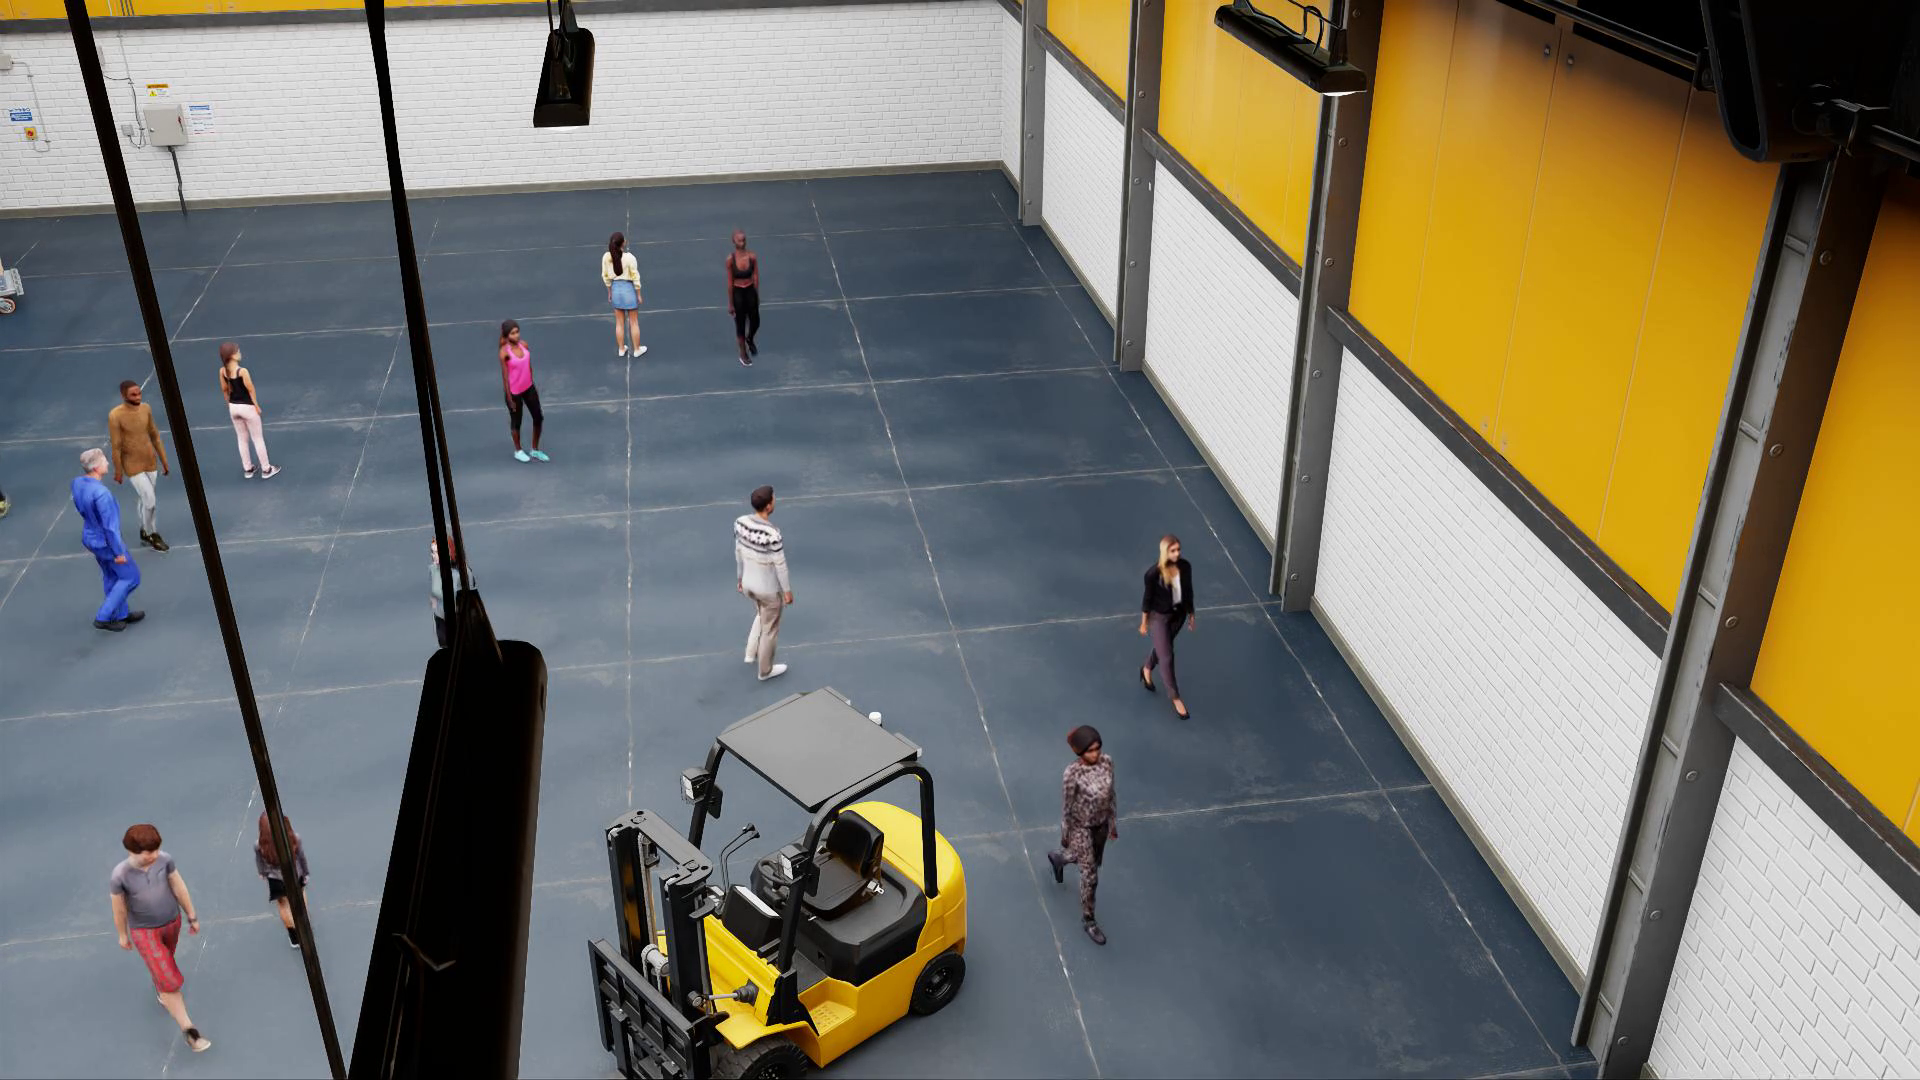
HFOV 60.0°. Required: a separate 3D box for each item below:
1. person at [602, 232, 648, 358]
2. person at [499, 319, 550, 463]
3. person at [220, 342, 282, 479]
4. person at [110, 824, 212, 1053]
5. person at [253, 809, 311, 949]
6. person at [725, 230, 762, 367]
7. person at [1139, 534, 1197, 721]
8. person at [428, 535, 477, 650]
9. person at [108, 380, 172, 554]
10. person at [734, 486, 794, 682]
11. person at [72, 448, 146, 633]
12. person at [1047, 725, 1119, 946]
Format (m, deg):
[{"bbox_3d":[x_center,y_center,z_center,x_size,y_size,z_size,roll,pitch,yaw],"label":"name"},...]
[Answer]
[{"bbox_3d":[-4.291,-3.135,21.219,0.710,1.631,0.677,5,29,9],"label":"person"},{"bbox_3d":[-4.941,-1.664,18.445,0.818,1.706,0.754,23,36,36],"label":"person"},{"bbox_3d":[-7.812,-1.415,18.138,0.611,1.563,0.623,5,29,10],"label":"person"},{"bbox_3d":[-5.301,2.498,10.922,1.044,1.603,1.225,-24,37,-37],"label":"person"},{"bbox_3d":[-4.747,2.376,11.688,0.591,1.084,0.771,-14,32,-24],"label":"person"},{"bbox_3d":[-2.769,-3.093,21.020,0.664,1.749,0.742,-12,31,-20],"label":"person"},{"bbox_3d":[1.722,0.672,14.245,0.828,1.628,1.104,-15,32,-25],"label":"person"},{"bbox_3d":[-4.218,0.700,14.087,0.855,1.729,1.001,11,30,19],"label":"person"},{"bbox_3d":[-8.313,-0.774,16.726,0.914,1.790,0.852,15,32,26],"label":"person"},{"bbox_3d":[-1.778,0.418,14.485,0.752,1.843,0.844,25,37,38],"label":"person"},{"bbox_3d":[-7.886,0.058,15.181,0.956,1.808,1.024,19,34,31],"label":"person"},{"bbox_3d":[0.862,1.995,11.746,0.813,1.698,1.085,-16,32,-27],"label":"person"}]
